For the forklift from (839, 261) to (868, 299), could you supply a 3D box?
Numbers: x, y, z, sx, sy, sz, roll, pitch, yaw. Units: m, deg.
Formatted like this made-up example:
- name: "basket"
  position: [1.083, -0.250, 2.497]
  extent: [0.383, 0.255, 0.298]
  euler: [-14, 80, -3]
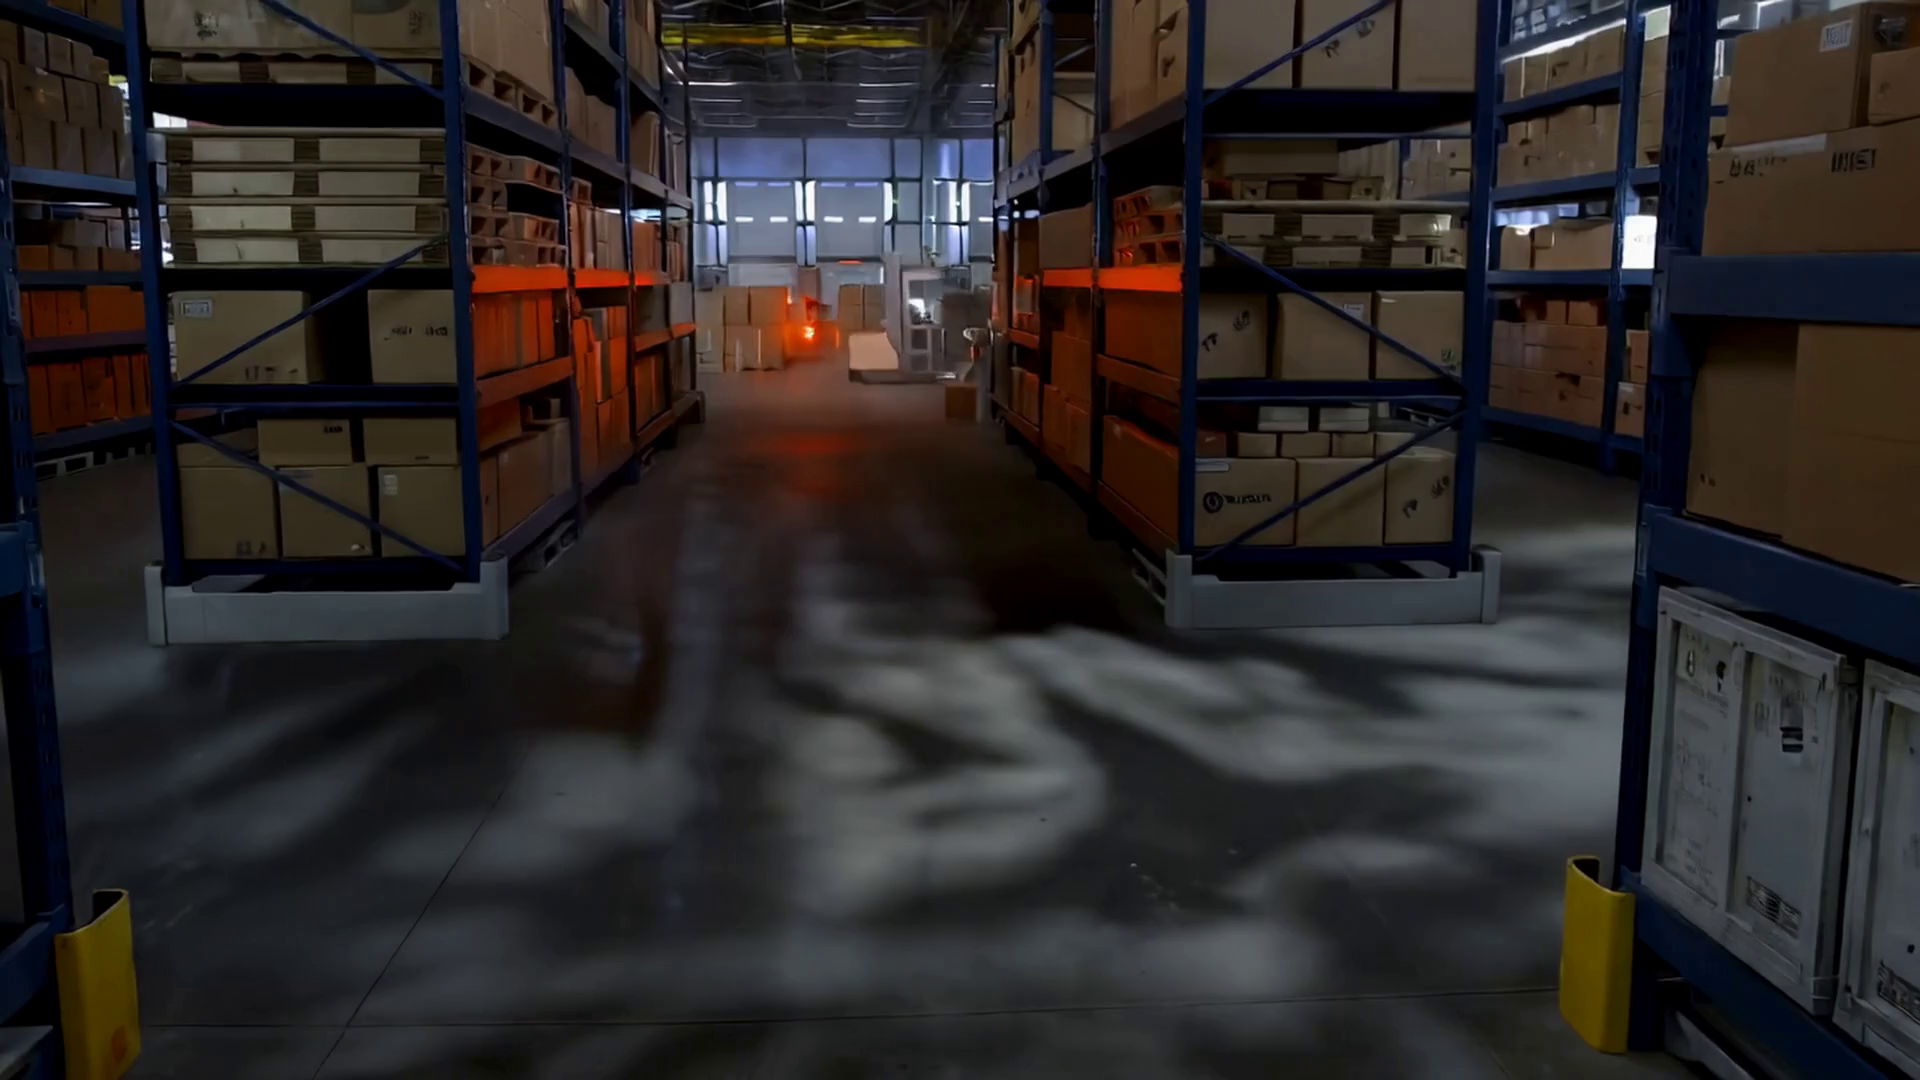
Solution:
- name: "forklift"
  position: [-3.639, -8.143, 56.963]
  extent: [1.129, 2.768, 1.873]
  euler: [3, 10, 20]

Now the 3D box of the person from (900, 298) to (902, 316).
- name: "person"
  position: [-2.299, -7.819, 57.930]
  extent: [0.639, 1.927, 0.387]
  euler: [3, 10, 20]

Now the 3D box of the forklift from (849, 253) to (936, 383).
- name: "forklift"
  position: [-1.495, -4.853, 36.305]
  extent: [1.873, 2.768, 1.129]
  euler: [-1, 9, -4]

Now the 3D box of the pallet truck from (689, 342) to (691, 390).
- name: "pallet truck"
  position: [-5.225, -3.008, 27.480]
  extent: [1.885, 1.965, 0.823]
  euler: [2, 9, 14]

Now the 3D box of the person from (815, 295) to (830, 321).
- name: "person"
  position: [-4.784, -7.771, 58.433]
  extent: [0.541, 1.650, 0.782]
  euler: [-8, 12, -40]
